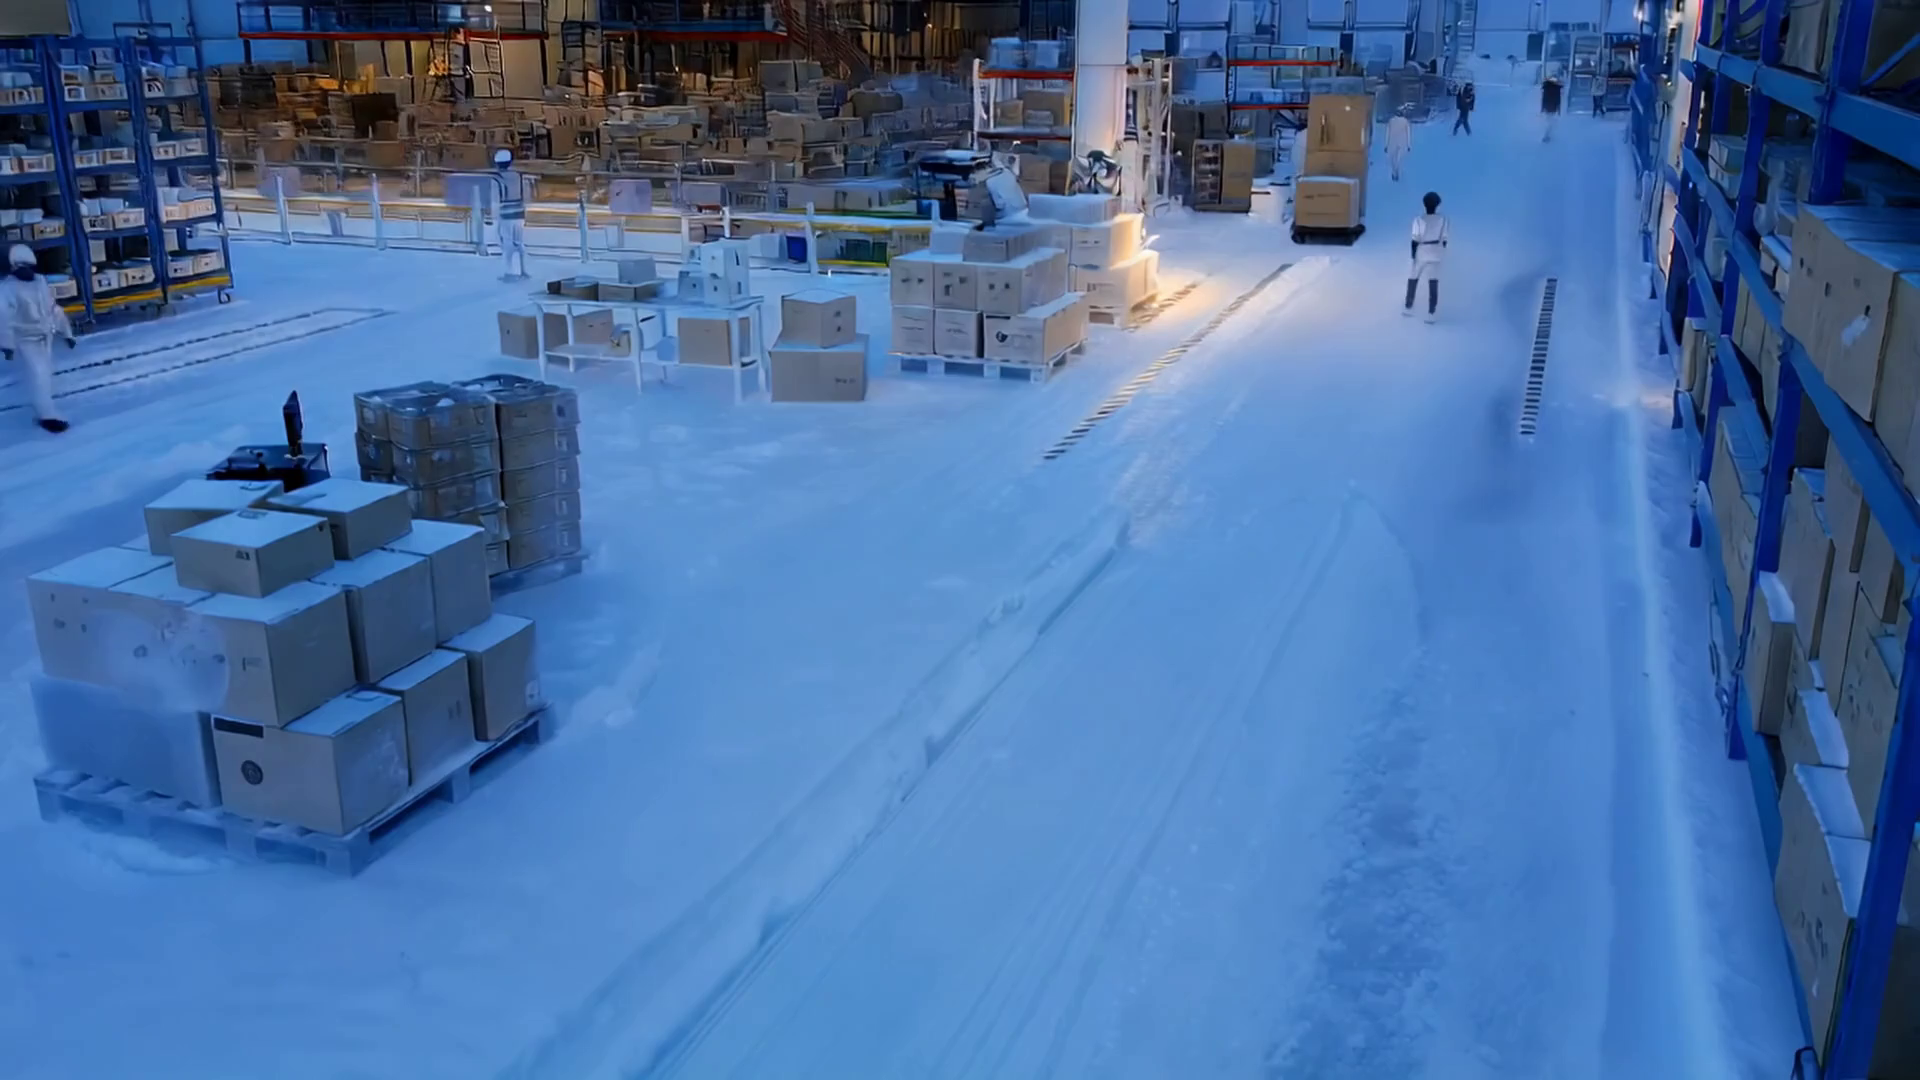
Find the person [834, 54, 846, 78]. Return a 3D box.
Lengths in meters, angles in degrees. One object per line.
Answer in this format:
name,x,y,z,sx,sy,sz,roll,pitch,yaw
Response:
person,-6.021,-23.408,83.387,0.585,1.858,0.837,1,18,2

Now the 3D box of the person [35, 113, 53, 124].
person,-25.847,-11.951,47.133,0.628,1.987,1.045,-9,20,-26

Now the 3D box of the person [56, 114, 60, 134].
person,-27.713,-13.163,51.190,0.646,1.859,1.013,-12,21,-33

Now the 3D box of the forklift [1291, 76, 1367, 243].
forklift,6.598,-6.755,29.381,1.129,2.768,1.873,6,19,19

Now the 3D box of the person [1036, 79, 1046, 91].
person,3.062,-17.088,63.513,0.419,1.853,0.548,12,21,34

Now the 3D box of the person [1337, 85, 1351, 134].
person,12.682,-14.258,54.925,0.781,1.668,0.537,9,20,27

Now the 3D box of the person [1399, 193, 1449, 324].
person,6.074,-3.695,21.738,0.543,1.666,0.803,-2,18,-5

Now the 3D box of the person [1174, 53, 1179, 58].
person,10.996,-23.819,84.682,0.429,1.843,0.633,-11,21,-31

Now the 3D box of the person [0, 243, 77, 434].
person,-8.803,-1.937,15.975,0.712,1.804,0.609,5,18,15

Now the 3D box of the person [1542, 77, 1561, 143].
person,18.112,-13.161,50.967,0.426,1.979,0.612,-17,24,-42

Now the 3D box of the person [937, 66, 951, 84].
person,-0.626,-17.197,63.764,0.632,1.916,1.006,-6,19,-19

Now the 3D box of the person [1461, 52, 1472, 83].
person,25.830,-23.947,84.957,0.582,1.914,0.707,-14,23,-38

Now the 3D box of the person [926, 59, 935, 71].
person,-1.353,-20.605,74.579,0.345,1.846,0.506,13,22,36

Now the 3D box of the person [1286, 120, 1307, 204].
person,7.125,-7.909,34.874,0.538,1.719,0.905,8,19,23

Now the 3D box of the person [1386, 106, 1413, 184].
person,10.337,-9.298,39.157,0.610,1.786,0.941,6,19,18

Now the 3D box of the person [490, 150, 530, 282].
person,-6.770,-4.849,24.930,0.425,1.938,0.603,11,20,30

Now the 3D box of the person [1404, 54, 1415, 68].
person,21.523,-22.275,79.672,0.354,1.938,0.636,-10,20,-28

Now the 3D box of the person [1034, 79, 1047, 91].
person,3.290,-18.392,67.475,0.551,1.936,0.356,7,19,22

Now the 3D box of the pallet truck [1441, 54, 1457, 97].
pallet truck,22.765,-21.886,78.355,0.823,1.965,1.885,-4,18,-14

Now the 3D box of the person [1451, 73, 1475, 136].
person,16.375,-14.167,54.032,0.968,2.000,0.694,-7,19,-22

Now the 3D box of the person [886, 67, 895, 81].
person,-2.859,-18.637,68.590,0.898,1.726,0.523,7,19,21

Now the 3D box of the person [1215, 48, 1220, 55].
person,14.489,-26.957,94.445,0.645,1.910,0.422,6,19,19

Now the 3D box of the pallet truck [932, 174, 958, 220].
pallet truck,-0.507,-5.292,27.348,0.653,1.274,1.630,6,19,19

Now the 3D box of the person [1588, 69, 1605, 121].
person,23.611,-16.560,61.849,0.623,1.850,0.843,-7,19,-21

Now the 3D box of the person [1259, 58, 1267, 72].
person,16.222,-25.197,89.013,0.429,1.841,0.633,7,19,22
